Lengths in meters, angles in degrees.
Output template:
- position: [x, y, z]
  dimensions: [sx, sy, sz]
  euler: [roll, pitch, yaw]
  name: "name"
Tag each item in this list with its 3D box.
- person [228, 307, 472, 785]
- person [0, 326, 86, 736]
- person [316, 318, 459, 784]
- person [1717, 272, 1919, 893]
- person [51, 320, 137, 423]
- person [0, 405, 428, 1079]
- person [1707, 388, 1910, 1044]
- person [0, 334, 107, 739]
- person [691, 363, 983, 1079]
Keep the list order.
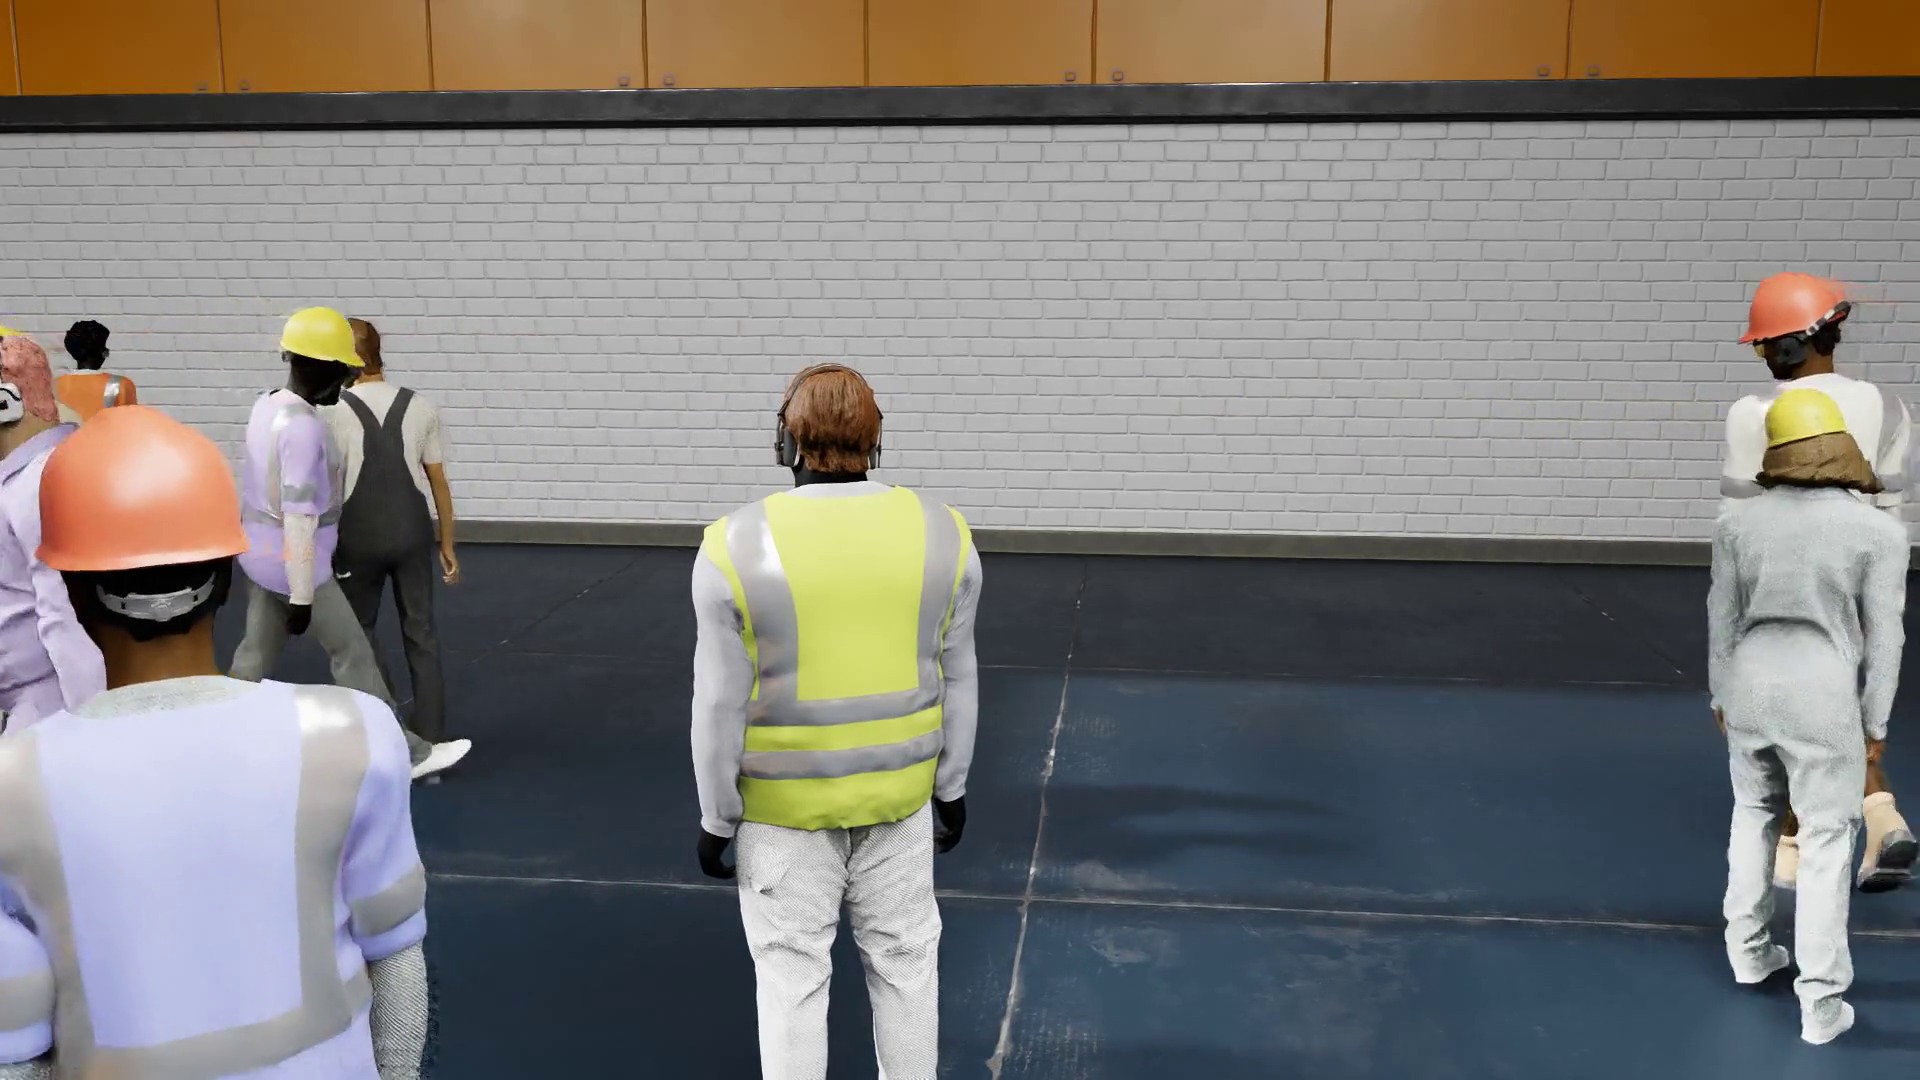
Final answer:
- position: [-2.348, 0.083, 6.147]
  dimensions: [1.000, 1.856, 0.615]
  euler: [-9, 13, -41]
  name: "person"
- position: [-3.507, 0.116, 6.163]
  dimensions: [0.690, 1.795, 0.636]
  euler: [1, 10, 8]
  name: "person"
- position: [-2.267, 0.047, 6.498]
  dimensions: [0.622, 1.806, 0.603]
  euler: [-6, 12, -33]
  name: "person"
- position: [2.695, 0.173, 5.226]
  dimensions: [0.612, 2.009, 0.638]
  euler: [-2, 10, -11]
  name: "person"
- position: [-4.737, -0.357, 9.152]
  dimensions: [0.531, 1.692, 0.317]
  euler: [-1, 10, -5]
  name: "person"
- position: [-0.916, 0.787, 2.052]
  dimensions: [0.540, 1.900, 0.998]
  euler: [-4, 11, -24]
  name: "person"
- position: [2.261, 0.449, 4.506]
  dimensions: [0.499, 1.702, 0.492]
  euler: [-9, 13, -42]
  name: "person"
- position: [-2.359, 0.437, 4.114]
  dimensions: [0.940, 1.861, 0.660]
  euler: [-4, 11, -22]
  name: "person"
- position: [-0.268, 0.545, 3.560]
  dimensions: [0.633, 1.843, 0.429]
  euler: [-4, 11, -22]
  name: "person"
